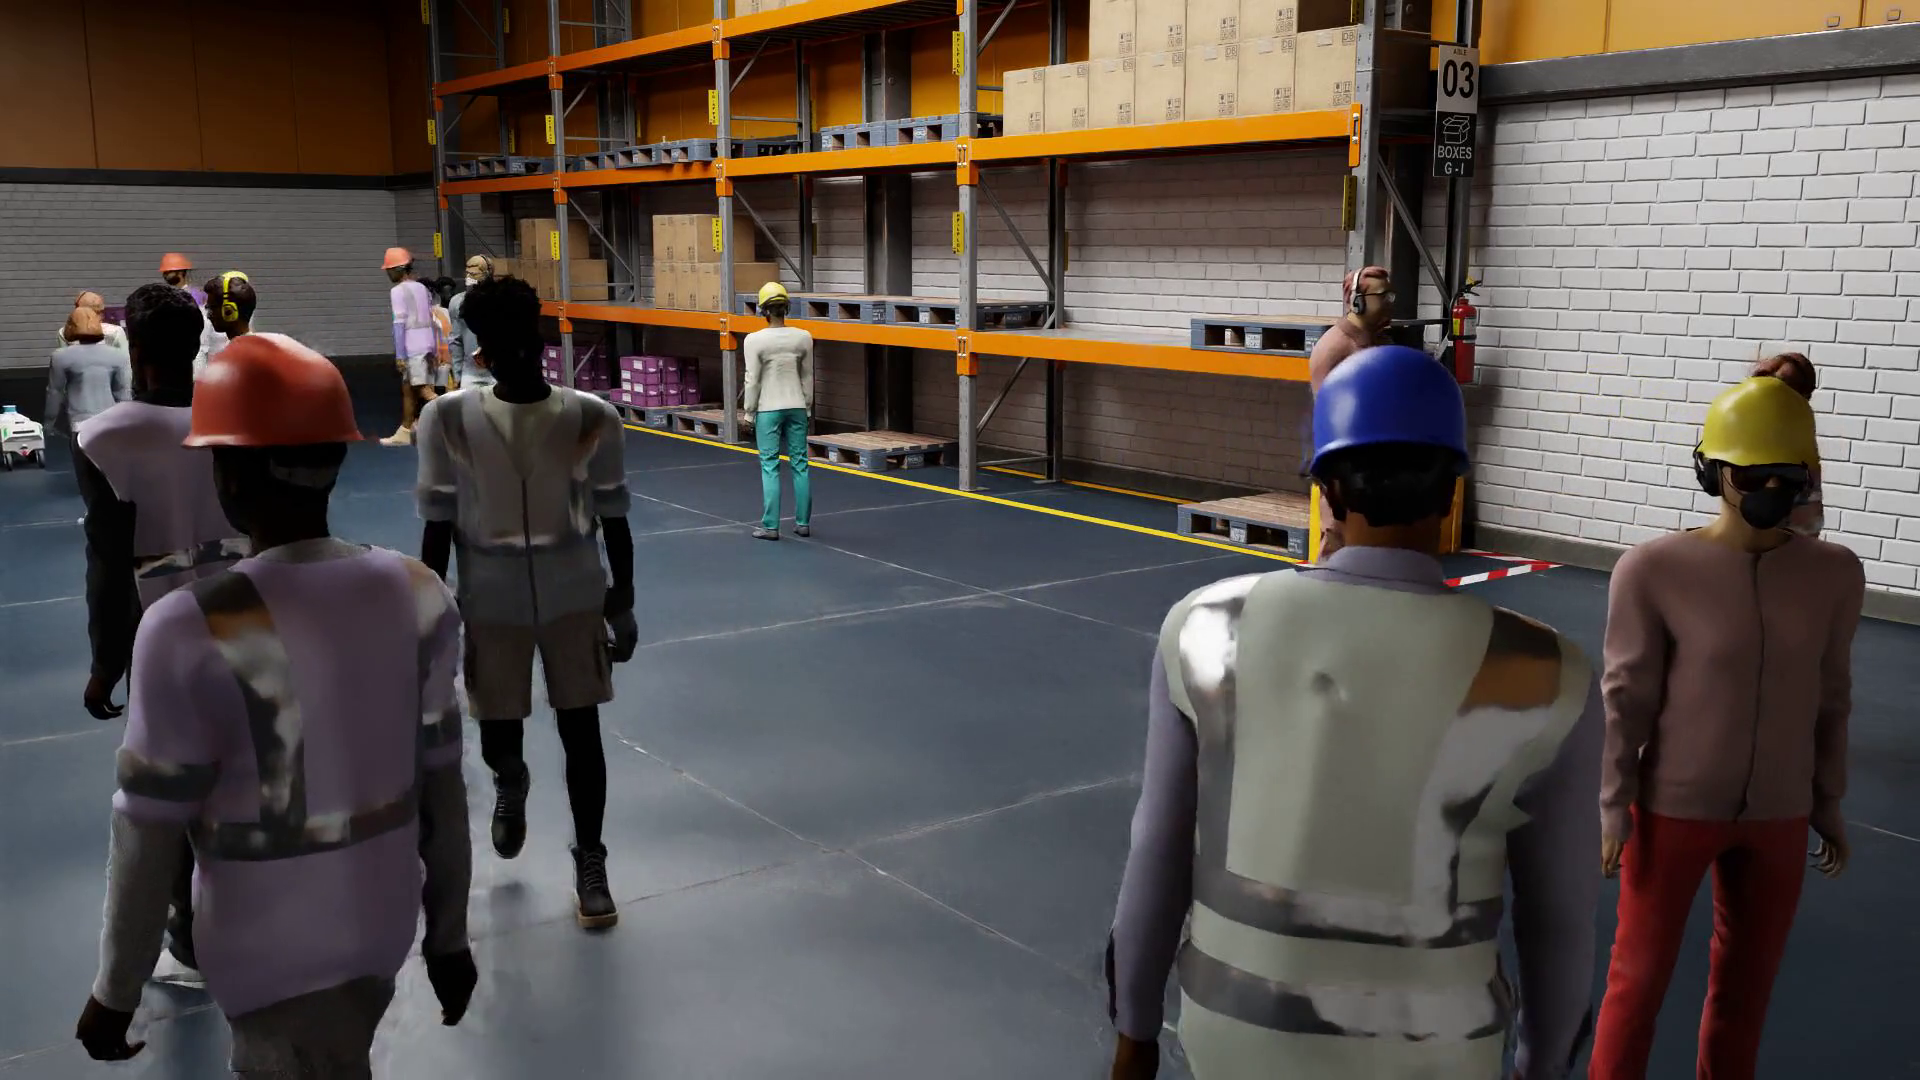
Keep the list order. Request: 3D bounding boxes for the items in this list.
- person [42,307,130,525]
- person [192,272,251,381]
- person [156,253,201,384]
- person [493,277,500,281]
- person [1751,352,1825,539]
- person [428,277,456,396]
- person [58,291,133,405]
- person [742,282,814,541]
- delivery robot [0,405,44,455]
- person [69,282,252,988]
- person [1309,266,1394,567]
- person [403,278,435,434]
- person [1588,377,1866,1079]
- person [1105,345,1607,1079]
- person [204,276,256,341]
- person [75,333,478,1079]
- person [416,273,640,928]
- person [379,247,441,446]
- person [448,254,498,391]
[{"bbox_3d":[-6.037,-0.826,11.589,0.867,1.587,0.507,7,12,33],"label":"person"},{"bbox_3d":[-6.039,-1.299,13.693,0.407,1.792,0.652,3,11,18],"label":"person"},{"bbox_3d":[-7.997,-1.944,16.920,0.578,1.911,0.750,9,14,43],"label":"person"},{"bbox_3d":[-5.433,-2.275,19.607,0.282,1.626,0.491,10,14,44],"label":"person"},{"bbox_3d":[3.206,0.066,6.542,0.323,1.611,0.603,4,11,23],"label":"person"},{"bbox_3d":[-5.228,-1.842,17.005,0.534,1.688,0.321,-9,13,-40],"label":"person"},{"bbox_3d":[-6.948,-1.179,13.406,0.523,1.643,0.306,-4,11,-19],"label":"person"},{"bbox_3d":[-1.245,-0.874,11.380,0.524,1.760,0.327,-6,12,-32],"label":"person"},{"bbox_3d":[-8.584,-0.976,15.055,0.707,0.478,0.477,10,14,44],"label":"delivery robot"},{"bbox_3d":[-2.084,0.266,4.543,0.375,1.917,0.599,6,12,31],"label":"person"},{"bbox_3d":[1.943,-0.354,8.035,0.411,1.913,0.643,8,13,40],"label":"person"},{"bbox_3d":[-5.549,-1.906,17.410,0.791,1.656,0.546,5,11,25],"label":"person"},{"bbox_3d":[1.548,0.553,3.366,0.533,1.767,0.325,-1,10,-4],"label":"person"},{"bbox_3d":[0.550,0.679,2.332,0.618,1.873,0.974,6,12,30],"label":"person"},{"bbox_3d":[-3.515,-0.367,8.240,0.309,1.864,0.535,-3,11,-16],"label":"person"},{"bbox_3d":[-1.048,0.618,2.668,0.996,1.890,0.546,5,11,25],"label":"person"},{"bbox_3d":[-1.293,0.168,5.022,0.655,1.937,0.615,-3,11,-17],"label":"person"},{"bbox_3d":[-5.309,-1.892,16.461,0.993,1.996,0.657,1,10,8],"label":"person"},{"bbox_3d":[-3.763,-1.300,13.265,0.629,1.937,0.376,1,10,8],"label":"person"}]
